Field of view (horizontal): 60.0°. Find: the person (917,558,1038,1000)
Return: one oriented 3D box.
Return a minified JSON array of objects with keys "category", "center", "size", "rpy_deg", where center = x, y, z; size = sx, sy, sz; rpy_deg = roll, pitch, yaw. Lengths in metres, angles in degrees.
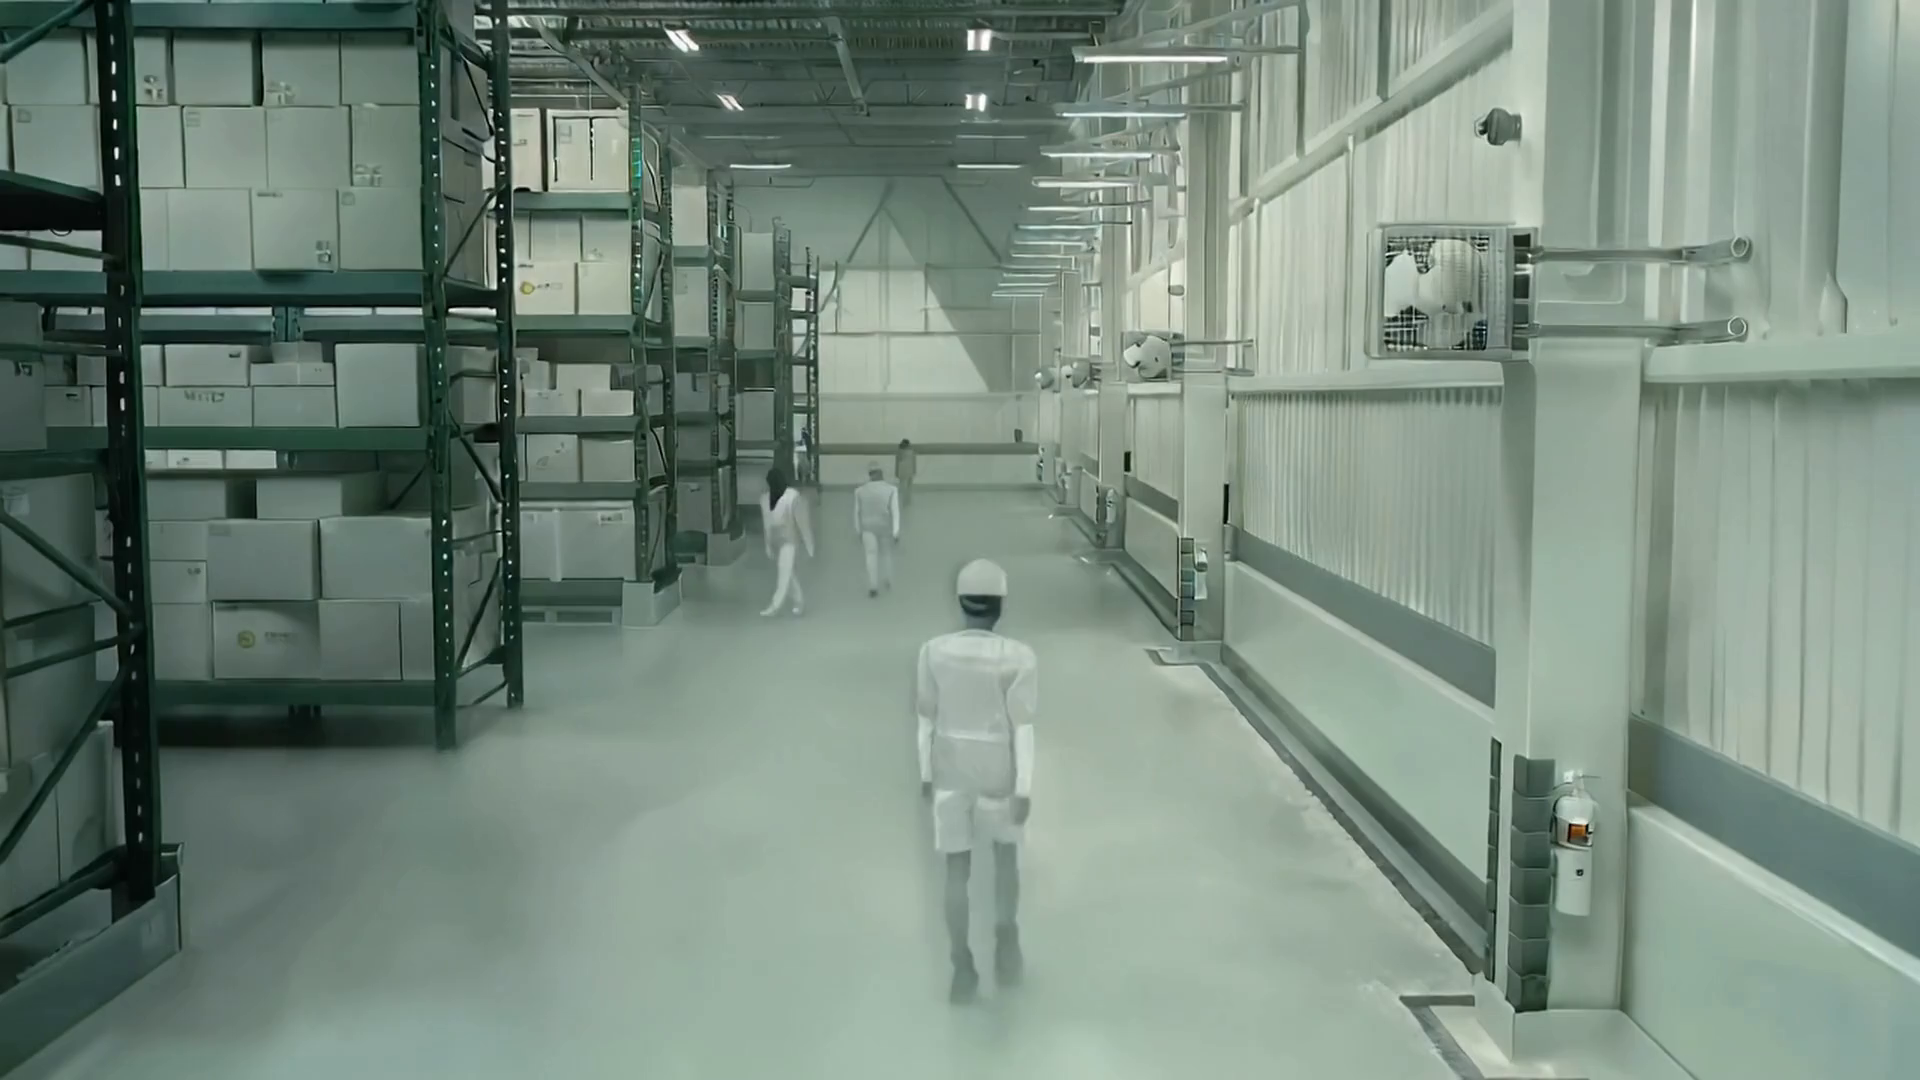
[{"category":"person","center":[0.081,1.039,7.465],"size":[0.548,1.905,0.777],"rpy_deg":[1,5,6]}]

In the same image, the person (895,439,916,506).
[{"category":"person","center":[-1.315,-1.637,40.148],"size":[0.534,1.626,0.364],"rpy_deg":[0,5,5]}]

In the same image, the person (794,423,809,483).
[{"category":"person","center":[-4.149,-2.134,44.241],"size":[0.376,1.932,0.543],"rpy_deg":[4,6,37]}]

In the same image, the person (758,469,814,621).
[{"category":"person","center":[-2.086,0.050,19.676],"size":[0.693,1.784,0.928],"rpy_deg":[3,6,33]}]

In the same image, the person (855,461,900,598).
[{"category":"person","center":[-1.085,-0.152,22.020],"size":[0.599,1.774,0.948],"rpy_deg":[0,5,3]}]
